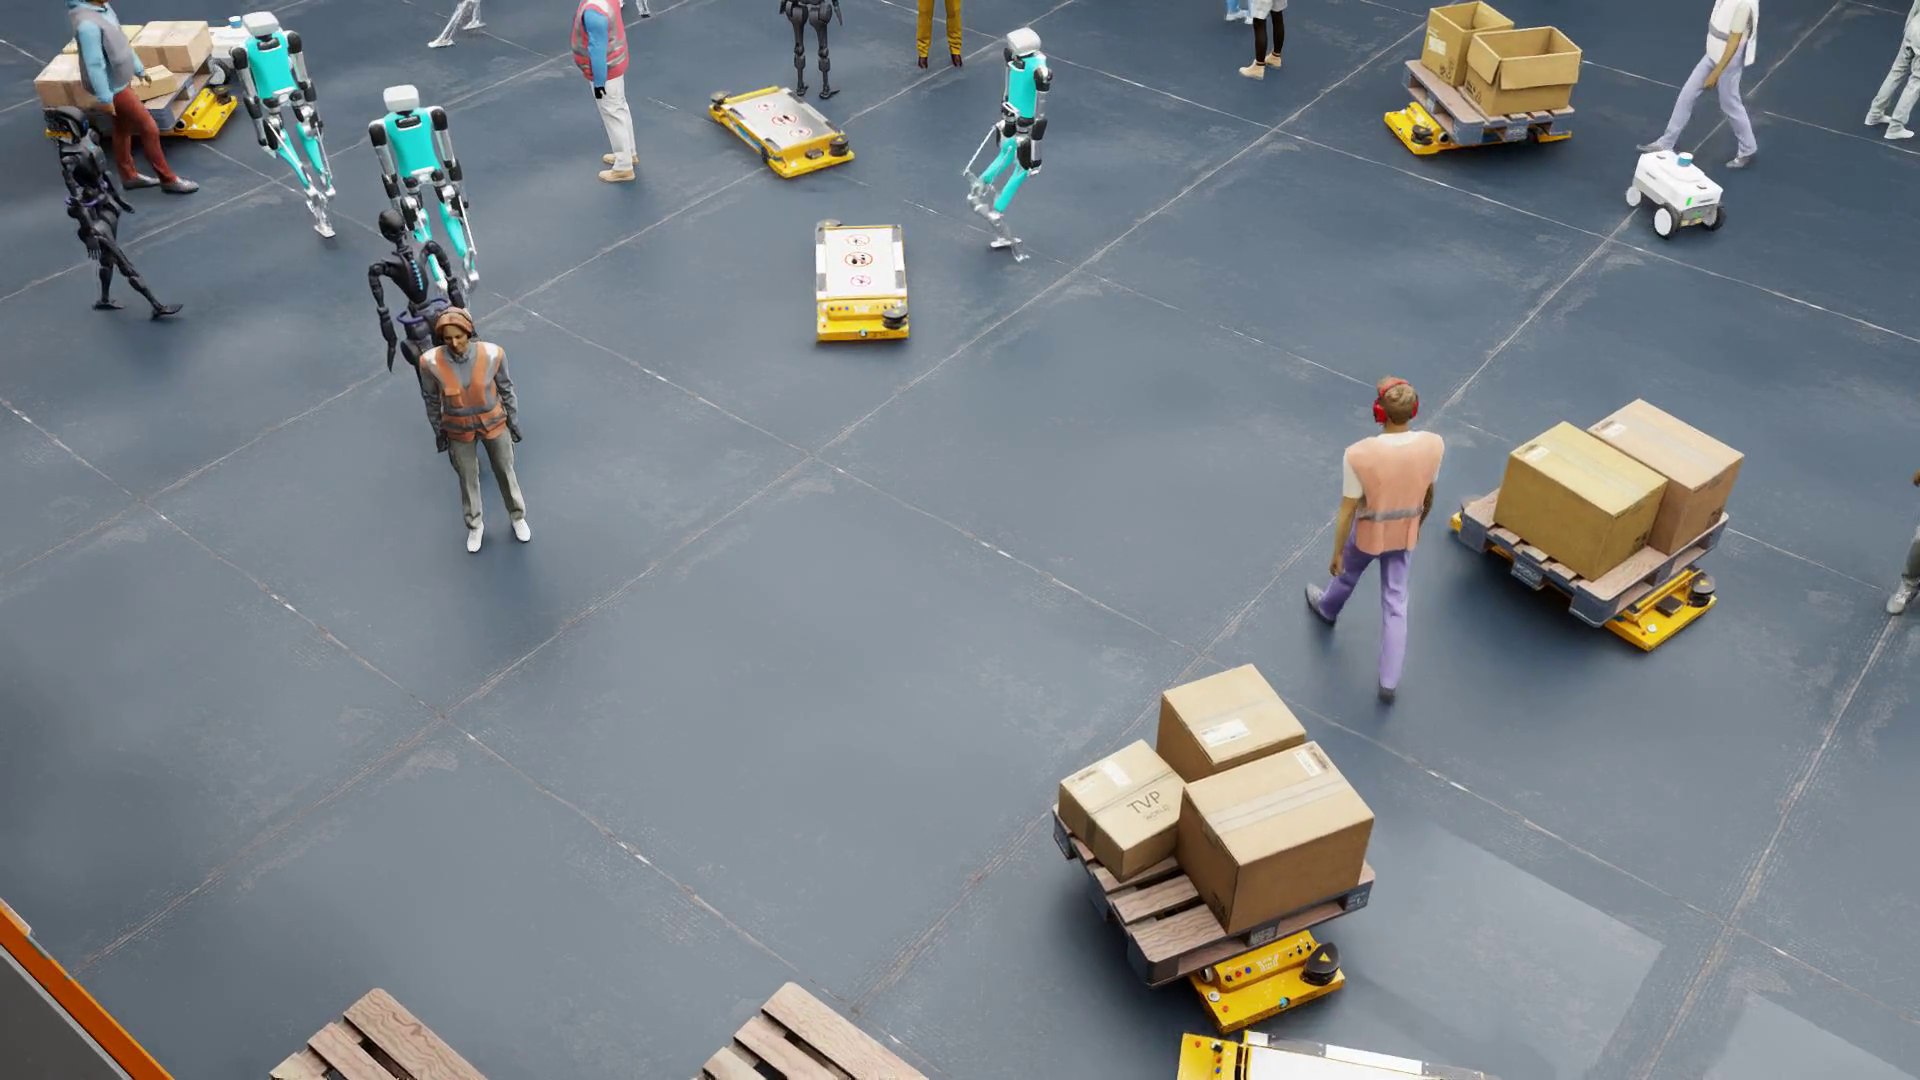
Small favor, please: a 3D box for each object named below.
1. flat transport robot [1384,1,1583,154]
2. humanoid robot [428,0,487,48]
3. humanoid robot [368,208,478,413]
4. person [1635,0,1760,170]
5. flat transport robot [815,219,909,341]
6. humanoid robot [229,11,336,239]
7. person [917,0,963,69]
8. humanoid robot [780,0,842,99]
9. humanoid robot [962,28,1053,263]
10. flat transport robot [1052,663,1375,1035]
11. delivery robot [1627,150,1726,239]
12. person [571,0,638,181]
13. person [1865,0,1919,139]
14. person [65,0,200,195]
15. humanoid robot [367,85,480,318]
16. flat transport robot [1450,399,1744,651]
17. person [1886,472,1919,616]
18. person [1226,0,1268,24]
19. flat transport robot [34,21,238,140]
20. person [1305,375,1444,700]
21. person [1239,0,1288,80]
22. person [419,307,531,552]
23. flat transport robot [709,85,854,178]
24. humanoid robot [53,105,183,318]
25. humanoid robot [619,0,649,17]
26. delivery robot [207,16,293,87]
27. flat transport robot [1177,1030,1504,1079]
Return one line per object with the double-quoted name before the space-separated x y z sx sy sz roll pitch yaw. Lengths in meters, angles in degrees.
"flat transport robot" 4.464 -3.603 14.316 1.431 0.231 0.659 -8 41 -9
"humanoid robot" -4.662 -5.435 15.336 0.864 1.776 0.548 -21 44 -22
"humanoid robot" -3.320 -1.302 10.529 0.612 1.628 0.590 -32 50 -32
"person" 6.234 -3.885 13.472 0.940 1.792 0.655 4 41 5
"flat transport robot" -0.740 -1.951 12.373 0.659 0.231 1.431 -3 40 -3
"humanoid robot" -4.975 -3.045 12.531 0.543 1.774 0.904 -32 50 -32
"person" -0.174 -5.106 14.947 0.530 1.748 0.342 -4 40 -4
"humanoid robot" -1.325 -4.699 14.512 0.599 1.653 0.315 13 42 15
"humanoid robot" 0.302 -2.861 12.305 0.663 1.789 0.537 -20 44 -22
"flat transport robot" 1.202 1.685 8.096 0.659 0.231 1.431 -16 43 -18
"delivery robot" 5.644 -2.746 13.090 0.499 0.598 0.791 -11 42 -13
"person" -2.863 -3.774 13.316 0.431 1.838 0.629 -2 40 -2
"person" 8.094 -4.202 13.893 0.321 1.730 0.490 -9 41 -10
"person" -6.522 -3.594 13.079 0.749 1.849 0.564 -9 41 -11
"humanoid robot" -3.613 -2.151 11.562 0.545 1.890 0.784 -19 44 -21
"flat transport robot" 3.727 0.089 9.973 0.659 0.231 1.431 -27 47 -28
"person" 5.643 -0.285 9.207 0.615 1.828 0.472 26 47 27
"person" 2.711 -5.703 15.667 0.529 1.716 0.438 31 49 31
"flat transport robot" -7.116 -3.714 14.447 1.431 0.231 0.659 0 40 0
"person" 2.257 -0.037 8.956 0.606 1.783 0.934 -7 41 -8
"person" 2.764 -4.982 14.843 0.322 1.688 0.534 30 49 30
"person" -2.842 -0.655 9.787 0.513 1.641 0.308 -11 41 -12
"flat transport robot" -1.544 -3.528 14.228 0.659 0.231 1.431 -22 45 -24
"humanoid robot" -6.034 -2.316 11.742 0.745 1.627 0.610 -1 40 -1
"humanoid robot" -3.304 -5.852 15.920 0.550 1.901 0.745 -27 47 -28
"delivery robot" -6.520 -4.436 15.091 0.808 0.614 0.499 0 40 0
"flat transport robot" 1.635 2.515 7.120 1.431 0.231 0.659 8 41 9
